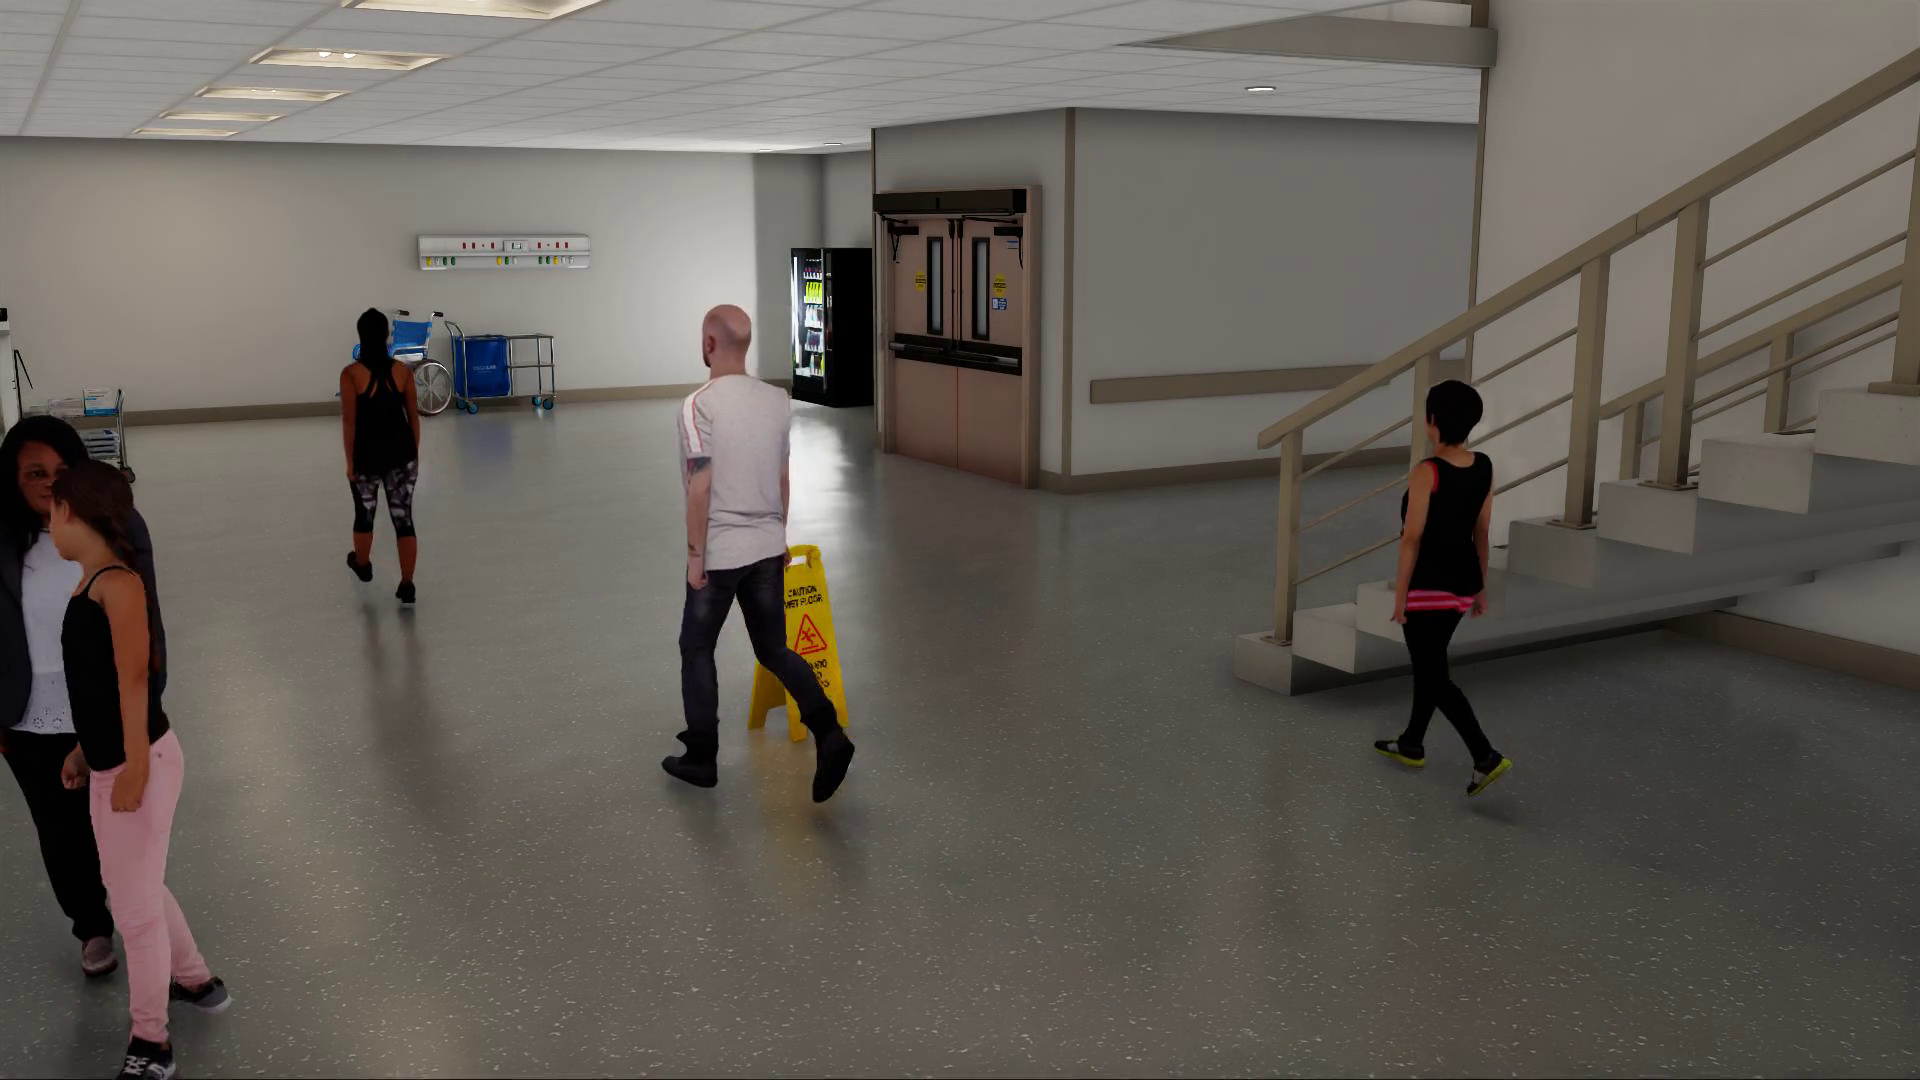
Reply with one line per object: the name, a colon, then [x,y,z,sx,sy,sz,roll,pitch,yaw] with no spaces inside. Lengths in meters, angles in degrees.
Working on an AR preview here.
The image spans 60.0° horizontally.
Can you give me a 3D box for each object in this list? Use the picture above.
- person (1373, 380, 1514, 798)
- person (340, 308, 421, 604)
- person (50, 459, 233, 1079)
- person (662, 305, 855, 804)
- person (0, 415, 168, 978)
person: [1.832,0.196,6.179,0.552,1.525,0.991,-6,12,-29]
person: [-3.185,-0.442,9.255,0.632,1.631,1.059,-7,13,-33]
person: [-2.041,0.581,4.088,0.592,1.546,0.839,9,14,38]
person: [-0.753,0.077,6.044,1.220,1.808,0.900,10,14,41]
person: [-2.516,0.439,4.724,0.669,1.588,0.642,-7,13,-34]
